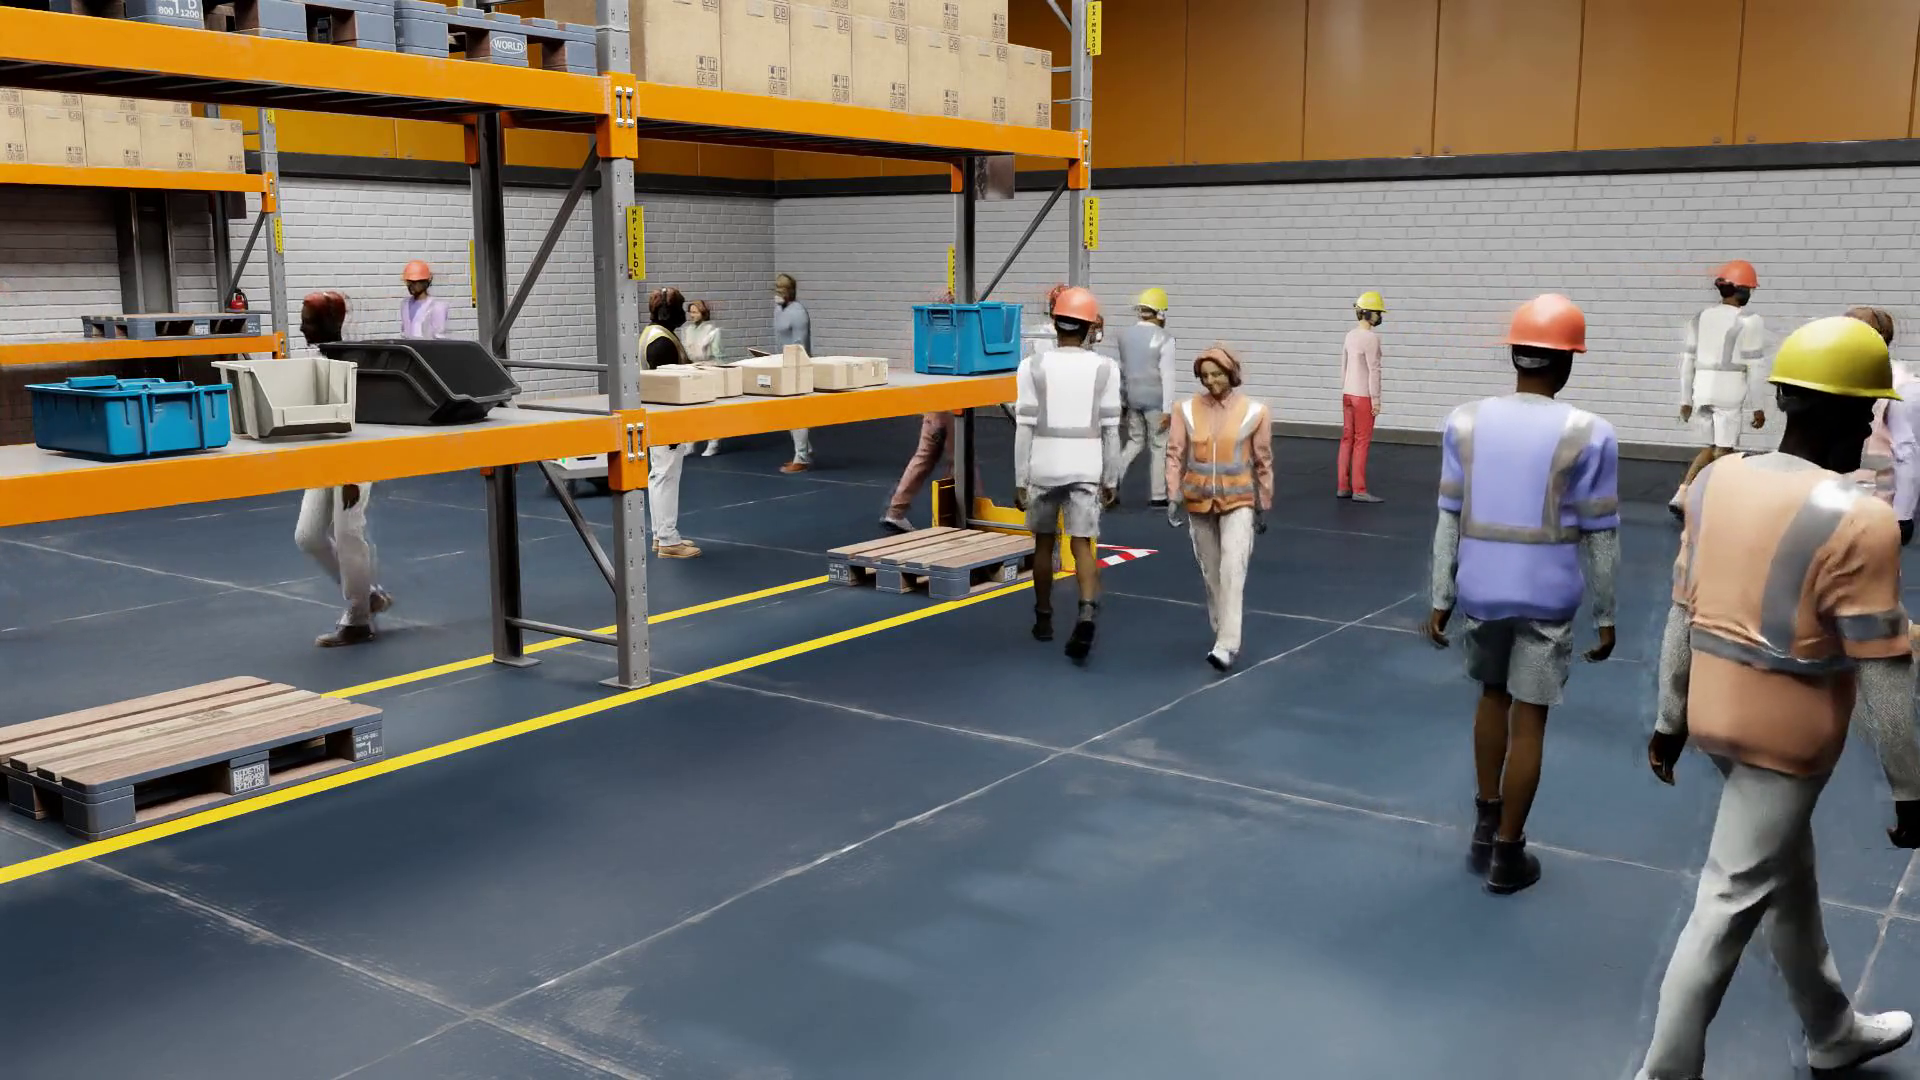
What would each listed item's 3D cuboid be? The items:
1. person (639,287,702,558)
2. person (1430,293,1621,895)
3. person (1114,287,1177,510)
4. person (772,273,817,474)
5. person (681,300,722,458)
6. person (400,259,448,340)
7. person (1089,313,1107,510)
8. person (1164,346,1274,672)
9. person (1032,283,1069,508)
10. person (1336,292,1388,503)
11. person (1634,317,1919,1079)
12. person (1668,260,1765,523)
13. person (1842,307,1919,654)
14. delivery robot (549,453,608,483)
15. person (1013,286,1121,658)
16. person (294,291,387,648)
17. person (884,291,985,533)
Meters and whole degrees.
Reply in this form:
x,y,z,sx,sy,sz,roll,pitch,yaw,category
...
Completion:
x,y,z,sx,sy,sz,roll,pitch,yaw,category
-1.989,-0.799,11.391,0.429,1.844,0.625,-3,10,-15,person
1.852,0.171,5.389,0.567,1.914,0.591,8,12,39,person
1.479,-1.123,13.393,0.647,1.817,0.601,-9,13,-44,person
-1.585,-1.580,15.856,0.452,1.910,0.677,-4,11,-25,person
-2.692,-1.637,17.013,0.546,1.612,0.650,5,11,25,person
-5.249,-1.707,16.217,0.647,2.031,0.408,6,11,30,person
1.002,-1.037,13.436,0.406,1.616,0.529,3,10,17,person
1.269,-0.147,8.235,0.512,1.592,0.863,4,10,21,person
0.726,-0.880,11.816,0.588,1.860,0.587,6,11,32,person
3.398,-1.199,14.003,0.327,1.765,0.528,-2,10,-14,person
1.998,0.441,3.845,0.919,1.884,0.620,-2,10,-10,person
5.659,-1.050,12.345,0.467,2.031,0.617,-4,10,-20,person
4.288,-0.191,7.860,0.851,1.821,0.639,-2,10,-10,person
-3.180,-0.697,14.330,0.707,0.478,0.477,-8,12,-38,delivery robot
0.553,-0.350,8.567,0.556,1.905,0.867,0,10,-2,person
-3.264,-0.360,8.704,0.578,1.872,0.405,9,13,42,person
-0.116,-0.927,12.188,0.963,1.847,0.717,-1,10,-8,person
